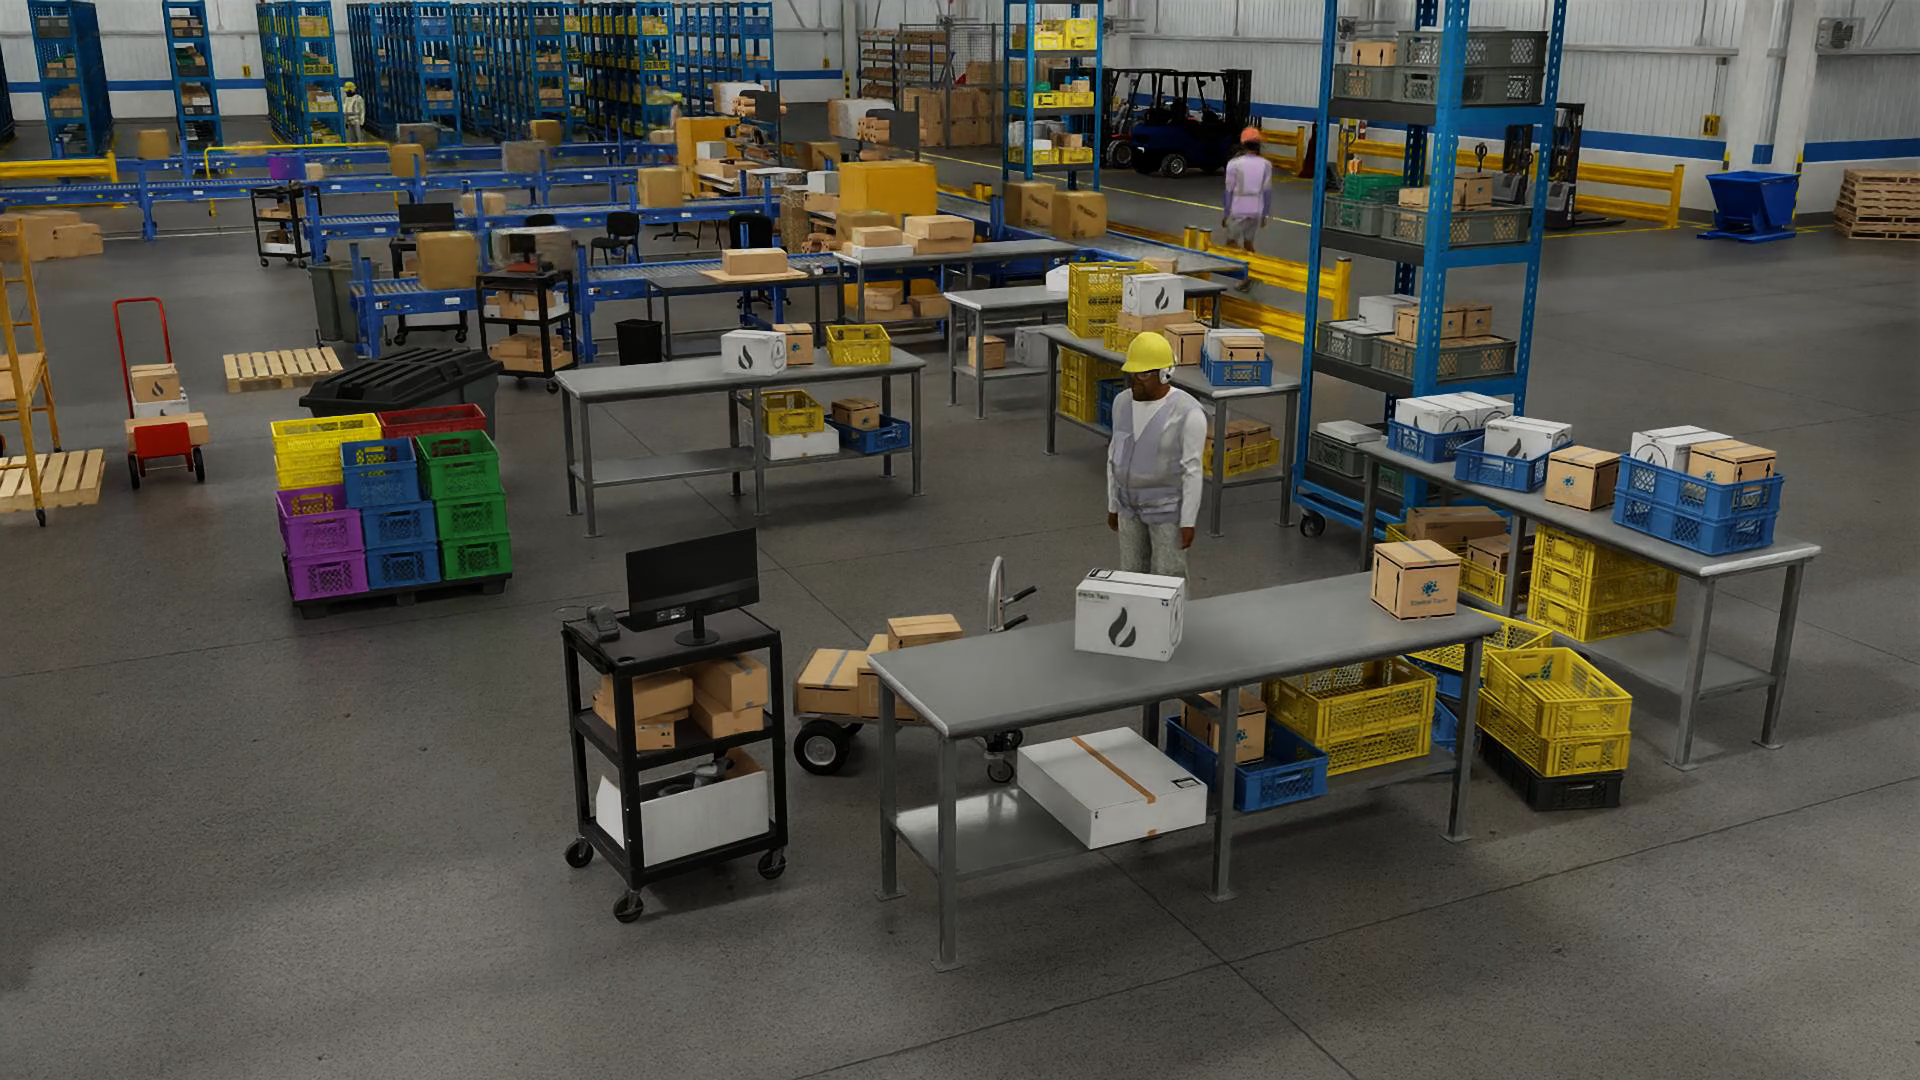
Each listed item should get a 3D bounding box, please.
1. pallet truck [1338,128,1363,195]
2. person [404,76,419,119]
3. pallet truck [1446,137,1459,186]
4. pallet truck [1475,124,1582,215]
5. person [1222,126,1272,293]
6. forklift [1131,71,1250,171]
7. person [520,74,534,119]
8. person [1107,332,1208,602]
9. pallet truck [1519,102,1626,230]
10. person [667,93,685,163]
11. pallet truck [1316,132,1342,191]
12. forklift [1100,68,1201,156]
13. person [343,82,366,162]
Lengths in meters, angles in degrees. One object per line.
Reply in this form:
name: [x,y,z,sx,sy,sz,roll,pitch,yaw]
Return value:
pallet truck: [7.845,-7.140,31.411,1.522,1.261,0.704,-9,20,-25]
person: [-14.537,-11.587,44.332,0.905,1.959,0.635,-1,18,-4]
pallet truck: [9.184,-6.485,29.328,1.630,1.274,0.653,-8,19,-23]
pallet truck: [9.707,-6.455,28.103,1.885,1.965,0.823,-7,19,-20]
person: [3.529,-4.035,20.419,0.627,2.030,0.536,-5,18,-17]
forklift: [4.998,-8.936,35.413,2.680,1.987,1.157,-9,20,-25]
person: [-12.003,-12.062,46.099,0.978,1.793,0.575,-8,19,-25]
person: [0.984,-0.177,8.625,0.594,1.820,0.403,17,24,42]
pallet truck: [9.972,-6.037,26.785,1.885,1.965,0.823,-9,20,-25]
person: [-5.894,-8.579,35.227,0.880,1.719,0.543,1,18,3]
pallet truck: [7.723,-7.504,32.656,1.601,1.201,0.680,-8,19,-23]
forklift: [4.082,-9.564,37.410,2.680,1.987,1.157,-8,19,-23]
person: [-14.081,-9.712,38.649,0.589,1.822,0.403,10,20,28]
